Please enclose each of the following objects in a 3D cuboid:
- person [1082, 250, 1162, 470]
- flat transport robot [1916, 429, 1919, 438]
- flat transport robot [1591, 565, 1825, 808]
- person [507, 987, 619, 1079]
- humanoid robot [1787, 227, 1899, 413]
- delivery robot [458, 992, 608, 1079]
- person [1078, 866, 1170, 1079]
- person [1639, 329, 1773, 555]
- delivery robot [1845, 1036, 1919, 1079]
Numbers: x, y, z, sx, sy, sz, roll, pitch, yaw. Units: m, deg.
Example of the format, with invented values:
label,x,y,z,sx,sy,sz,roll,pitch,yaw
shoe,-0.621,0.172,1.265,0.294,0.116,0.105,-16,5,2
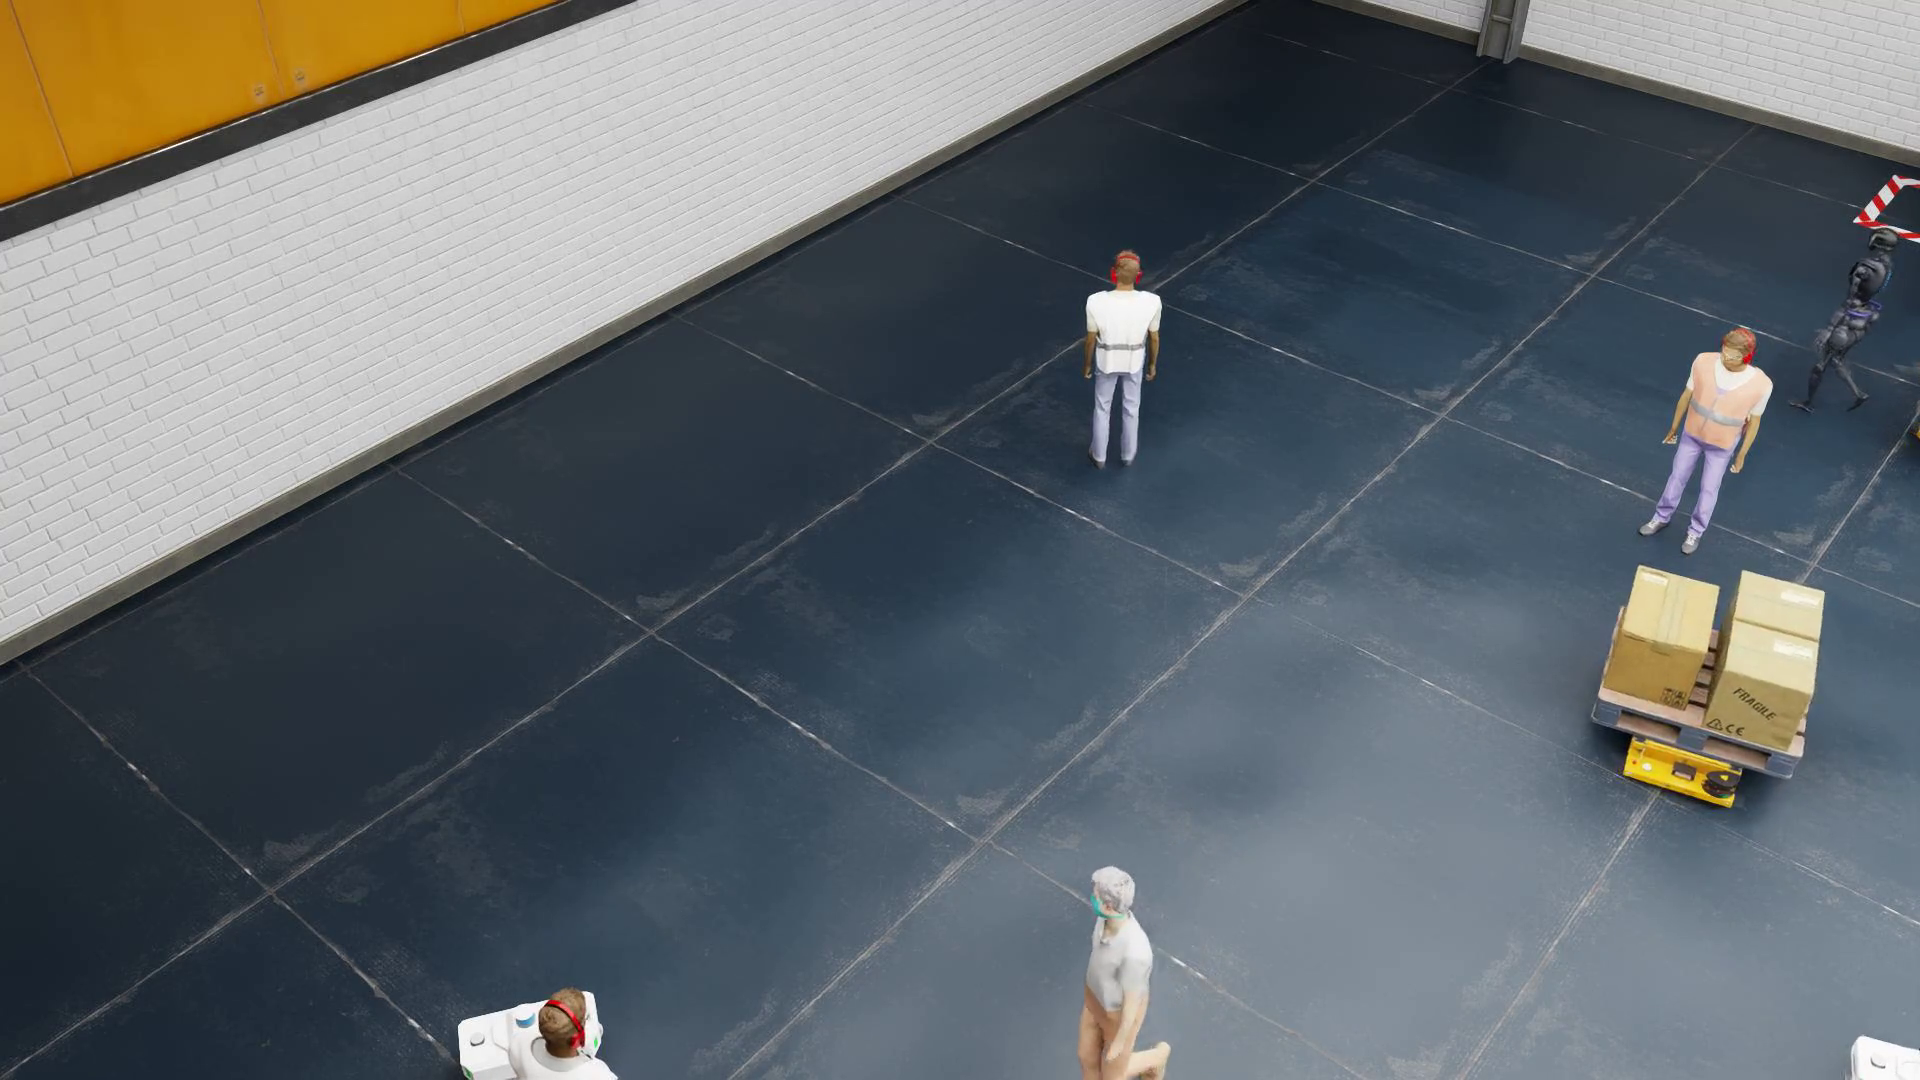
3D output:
label,x,y,z,sx,sy,sz,roll,pitch,yaw
person,1.224,-1.335,12.698,0.569,1.845,0.377,0,39,0
flat transport robot,8.303,-0.562,12.984,0.659,0.231,1.431,-14,41,-17
flat transport robot,4.803,1.122,10.893,0.659,0.231,1.431,17,42,20
person,-1.745,2.733,7.650,0.565,1.834,0.404,17,42,20
humanoid robot,7.155,-1.710,13.292,0.614,1.649,0.483,-24,45,-27
delivery robot,-2.269,2.673,8.756,0.815,0.614,0.499,-10,40,-13
person,0.775,2.312,8.275,0.654,1.693,0.505,-18,42,-21
person,5.385,-0.729,11.940,0.567,1.836,0.383,31,48,32
delivery robot,4.970,2.856,8.529,0.785,0.614,0.516,13,41,15
